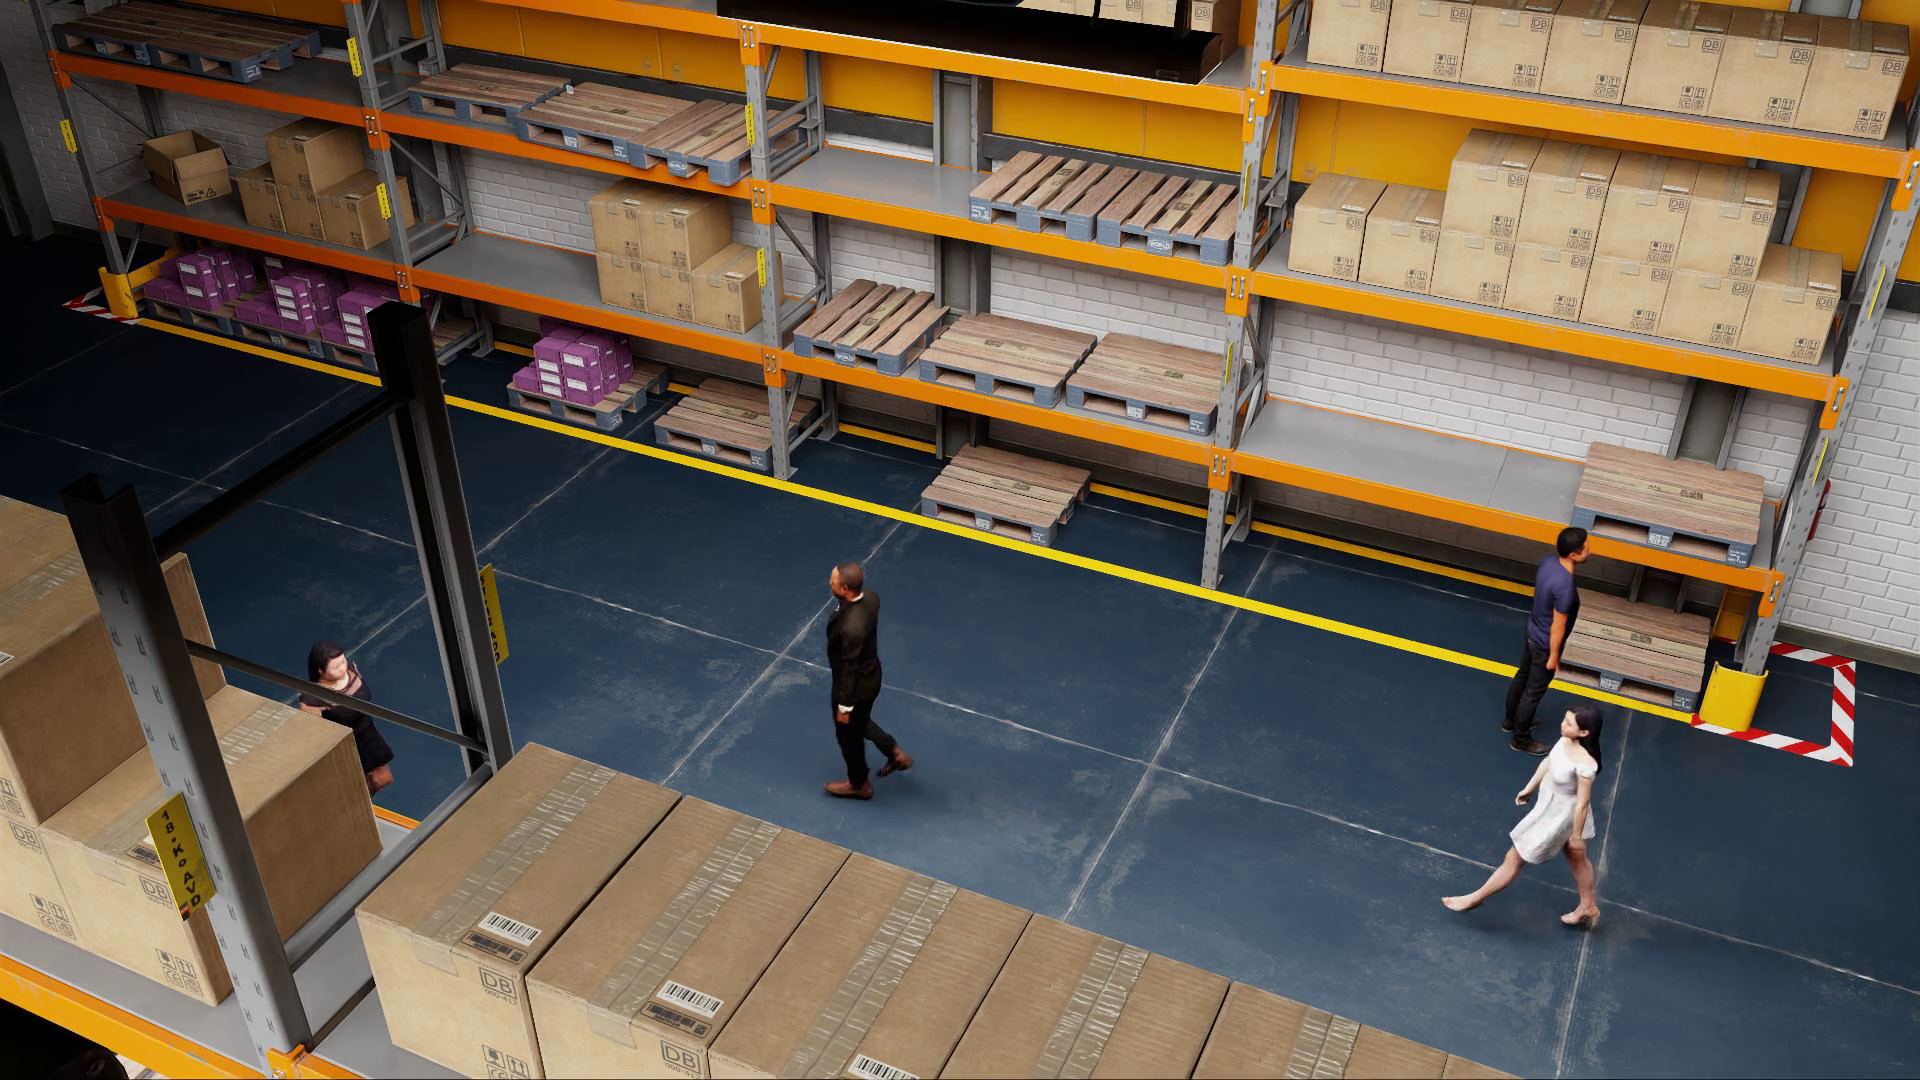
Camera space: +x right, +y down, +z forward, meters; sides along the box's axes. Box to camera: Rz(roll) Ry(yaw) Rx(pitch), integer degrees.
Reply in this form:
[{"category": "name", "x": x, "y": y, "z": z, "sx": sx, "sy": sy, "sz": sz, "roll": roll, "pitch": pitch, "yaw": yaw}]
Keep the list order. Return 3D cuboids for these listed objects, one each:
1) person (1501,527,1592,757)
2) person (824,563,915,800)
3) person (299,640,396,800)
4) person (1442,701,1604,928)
[{"category": "person", "x": 4.028, "y": 0.667, "z": 11.461, "sx": 0.663, "sy": 1.793, "sz": 0.705, "roll": 2, "pitch": 34, "yaw": 3}, {"category": "person", "x": -0.597, "y": 0.966, "z": 10.921, "sx": 0.939, "sy": 1.893, "sz": 0.818, "roll": 5, "pitch": 34, "yaw": 8}, {"category": "person", "x": -3.965, "y": 1.297, "z": 10.590, "sx": 0.663, "sy": 1.707, "sz": 0.673, "roll": 13, "pitch": 36, "yaw": 19}, {"category": "person", "x": 3.693, "y": 1.686, "z": 9.988, "sx": 1.251, "sy": 1.725, "sz": 0.843, "roll": 5, "pitch": 34, "yaw": 7}]
